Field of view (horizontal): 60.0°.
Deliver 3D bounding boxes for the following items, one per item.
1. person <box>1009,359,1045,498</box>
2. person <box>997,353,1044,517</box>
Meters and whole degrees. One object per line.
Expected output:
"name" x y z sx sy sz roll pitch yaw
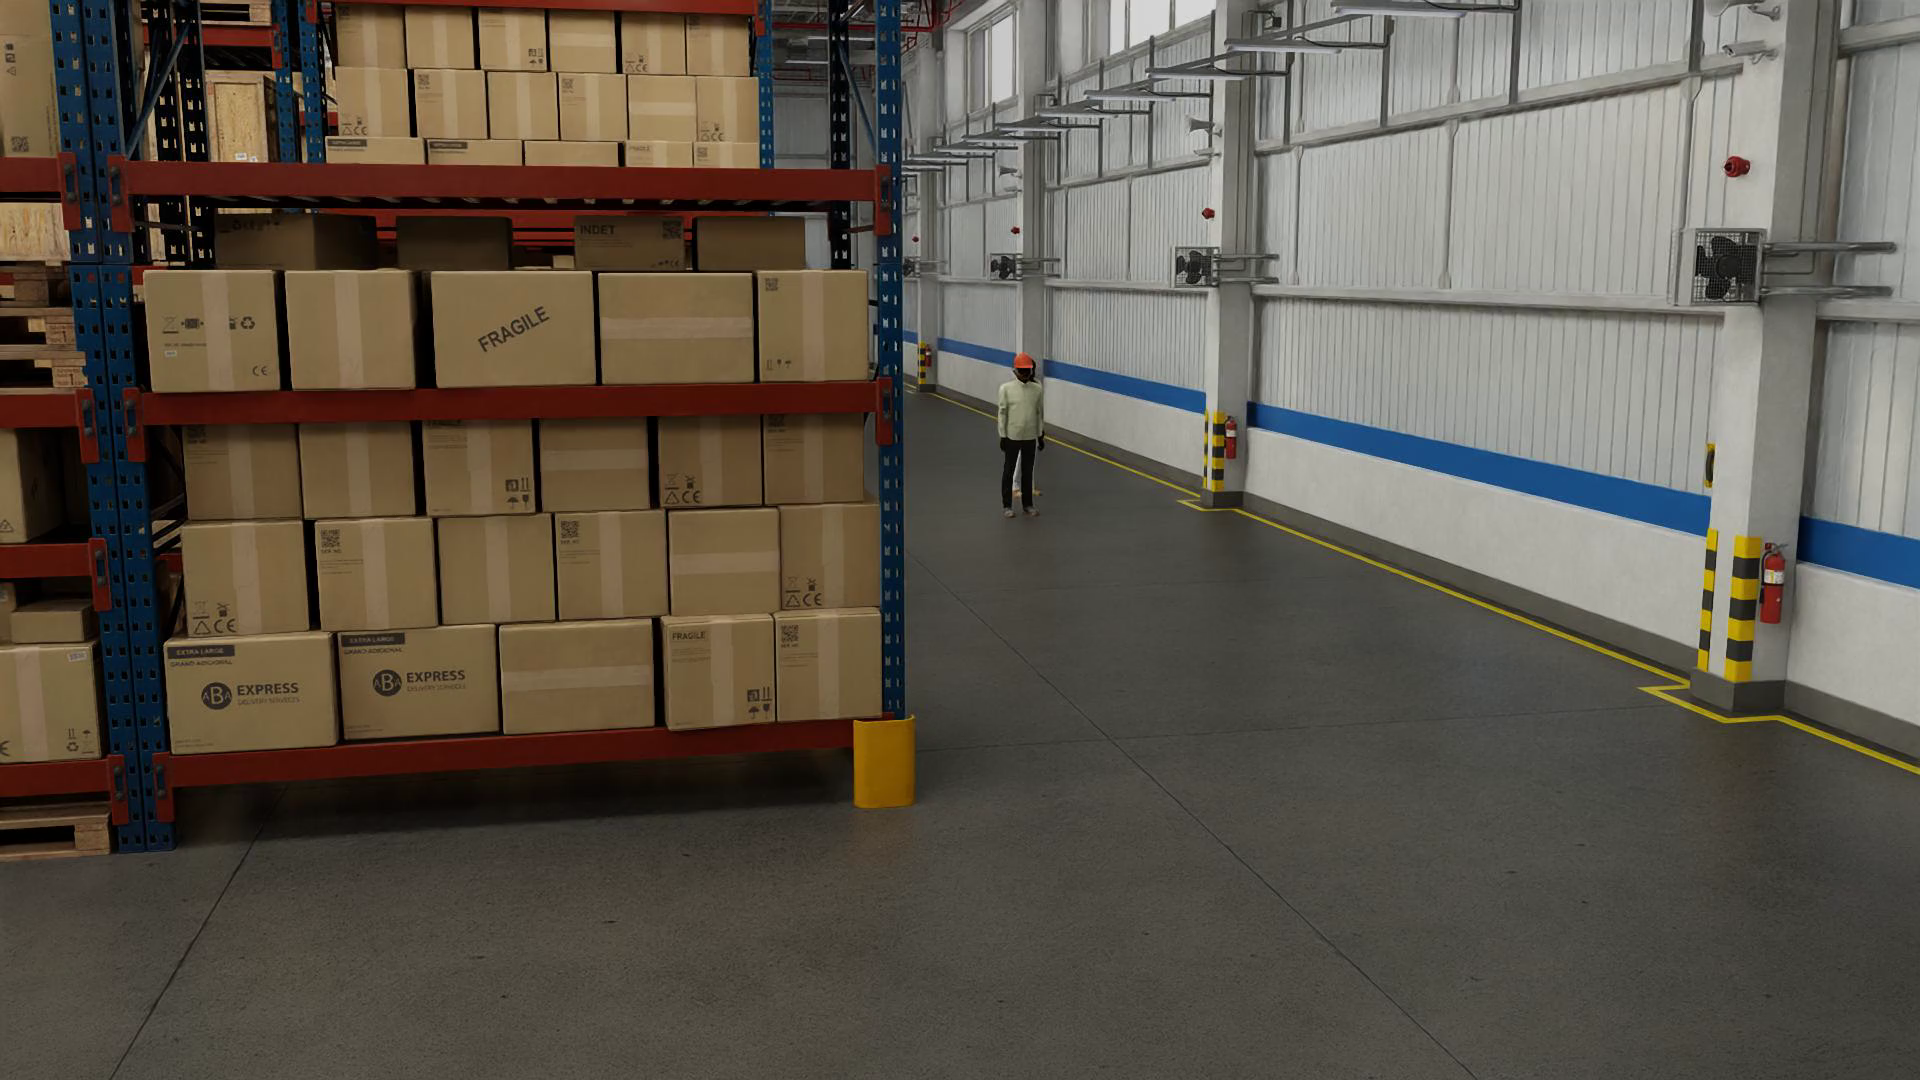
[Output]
"person" 0.880 -1.479 21.971 0.624 1.844 0.430 -8 12 -39
"person" 0.748 -1.274 20.254 0.608 1.996 0.380 -4 10 -24
